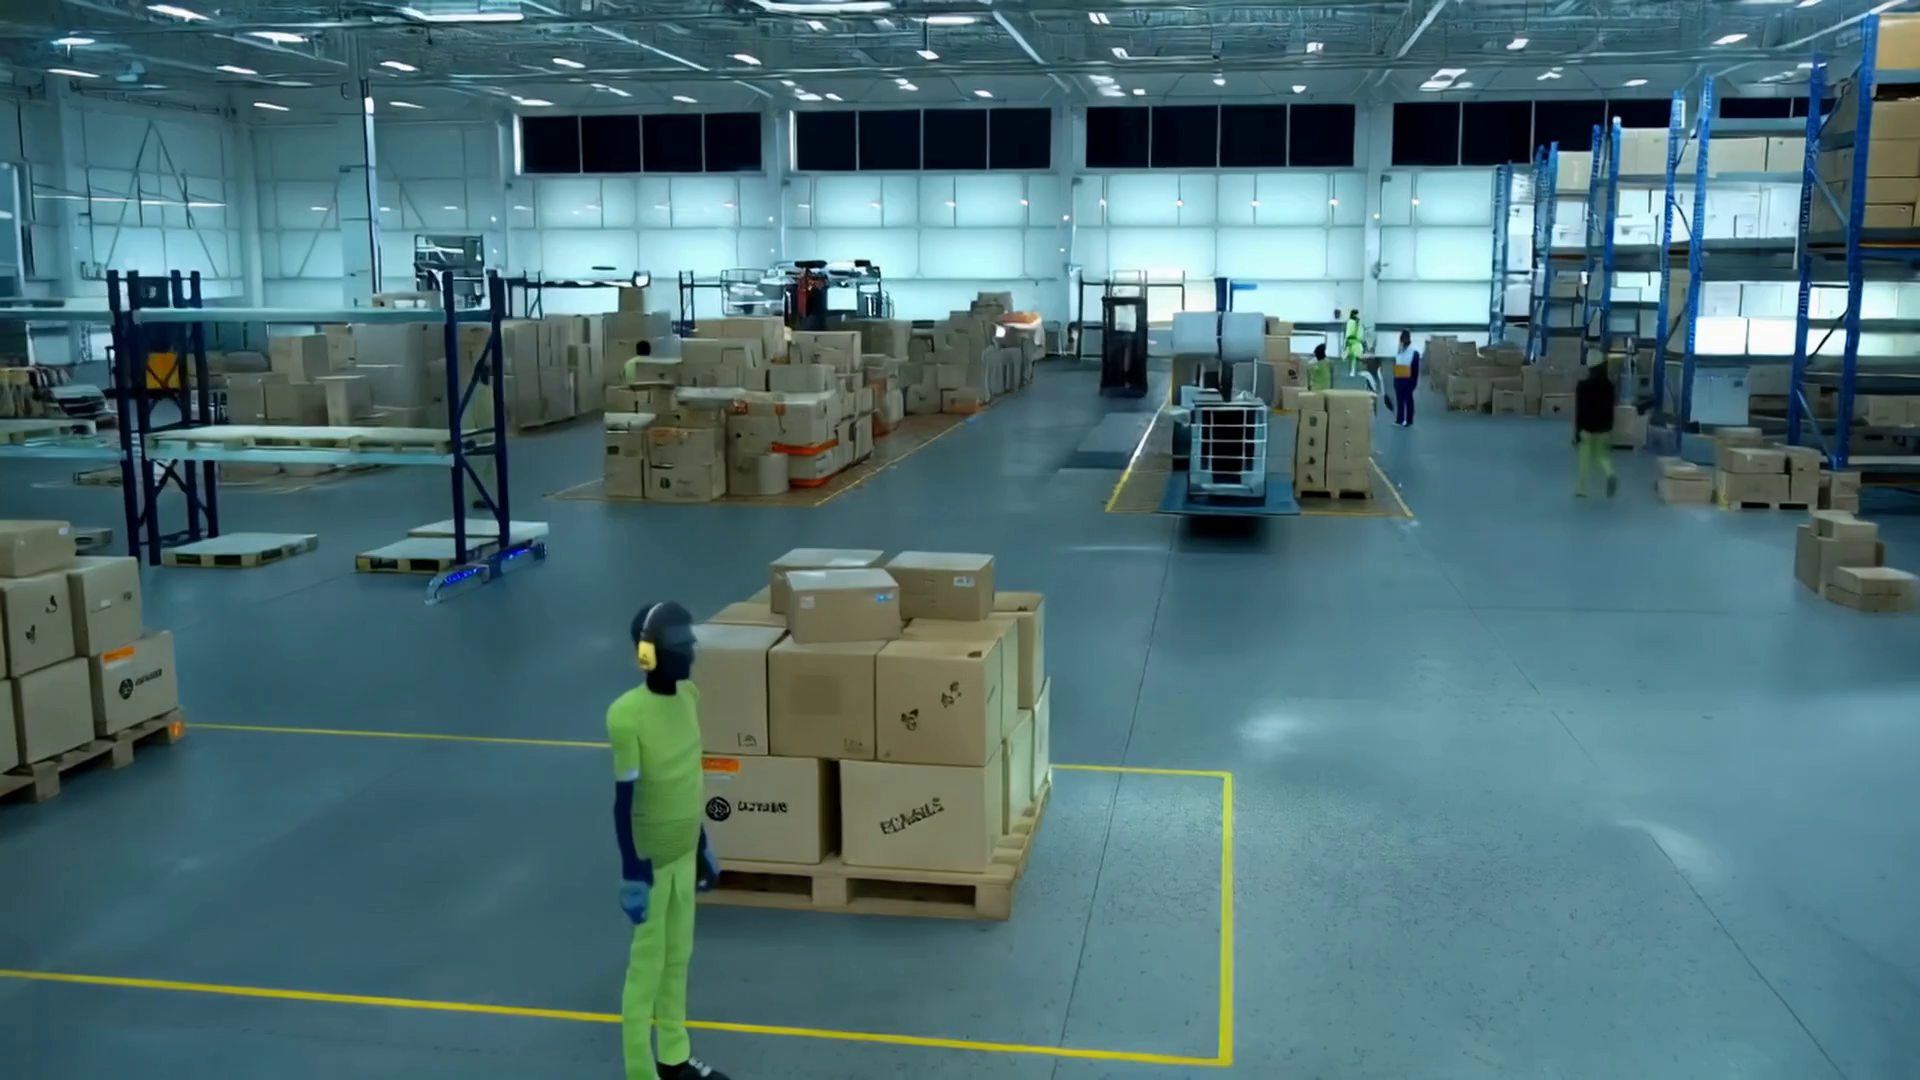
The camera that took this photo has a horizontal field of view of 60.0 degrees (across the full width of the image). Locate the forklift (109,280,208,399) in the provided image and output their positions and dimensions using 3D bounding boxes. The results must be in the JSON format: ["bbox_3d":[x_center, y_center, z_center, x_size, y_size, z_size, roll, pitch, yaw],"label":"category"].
[{"bbox_3d":[-18.803,-4.699,38.898,1.873,2.768,1.129,1,9,9],"label":"forklift"}]

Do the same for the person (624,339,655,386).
[{"bbox_3d":[-5.110,-2.326,27.227,0.653,1.909,0.848,1,9,9],"label":"person"}]

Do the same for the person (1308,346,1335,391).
[{"bbox_3d":[6.425,-2.610,29.642,0.536,1.699,0.321,-3,10,-18],"label":"person"}]

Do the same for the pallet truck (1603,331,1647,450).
[{"bbox_3d":[11.253,-2.573,28.499,0.823,1.965,1.885,5,10,27],"label":"pallet truck"}]

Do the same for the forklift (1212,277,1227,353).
[{"bbox_3d":[7.552,-6.241,48.406,1.873,2.768,1.129,1,9,9],"label":"forklift"}]

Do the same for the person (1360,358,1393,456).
[{"bbox_3d":[6.794,-2.204,27.474,0.516,1.594,0.855,-6,11,-34],"label":"person"}]

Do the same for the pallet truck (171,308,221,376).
[{"bbox_3d":[-21.869,-5.598,47.154,0.823,1.965,1.885,4,10,26],"label":"pallet truck"}]

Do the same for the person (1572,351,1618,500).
[{"bbox_3d":[8.360,-1.489,21.843,0.620,1.982,0.577,-3,10,-16],"label":"person"}]

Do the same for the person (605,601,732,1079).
[{"bbox_3d":[-1.046,1.141,5.977,0.329,1.875,0.507,4,10,22],"label":"person"}]

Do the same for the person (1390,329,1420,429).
[{"bbox_3d":[8.585,-3.099,32.018,0.402,1.910,0.589,-5,11,-30],"label":"person"}]

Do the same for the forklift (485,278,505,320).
[{"bbox_3d":[-12.445,-5.648,44.746,1.873,2.768,1.129,-3,10,-19],"label":"forklift"}]

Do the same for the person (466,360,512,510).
[{"bbox_3d":[-5.899,-1.318,20.994,0.699,1.916,0.661,0,9,2],"label":"person"}]

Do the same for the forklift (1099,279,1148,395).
[{"bbox_3d":[4.055,-5.016,40.850,1.129,2.768,1.873,1,9,8],"label":"forklift"}]

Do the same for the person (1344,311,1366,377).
[{"bbox_3d":[11.334,-5.637,47.758,0.565,1.879,1.010,6,11,34],"label":"person"}]
